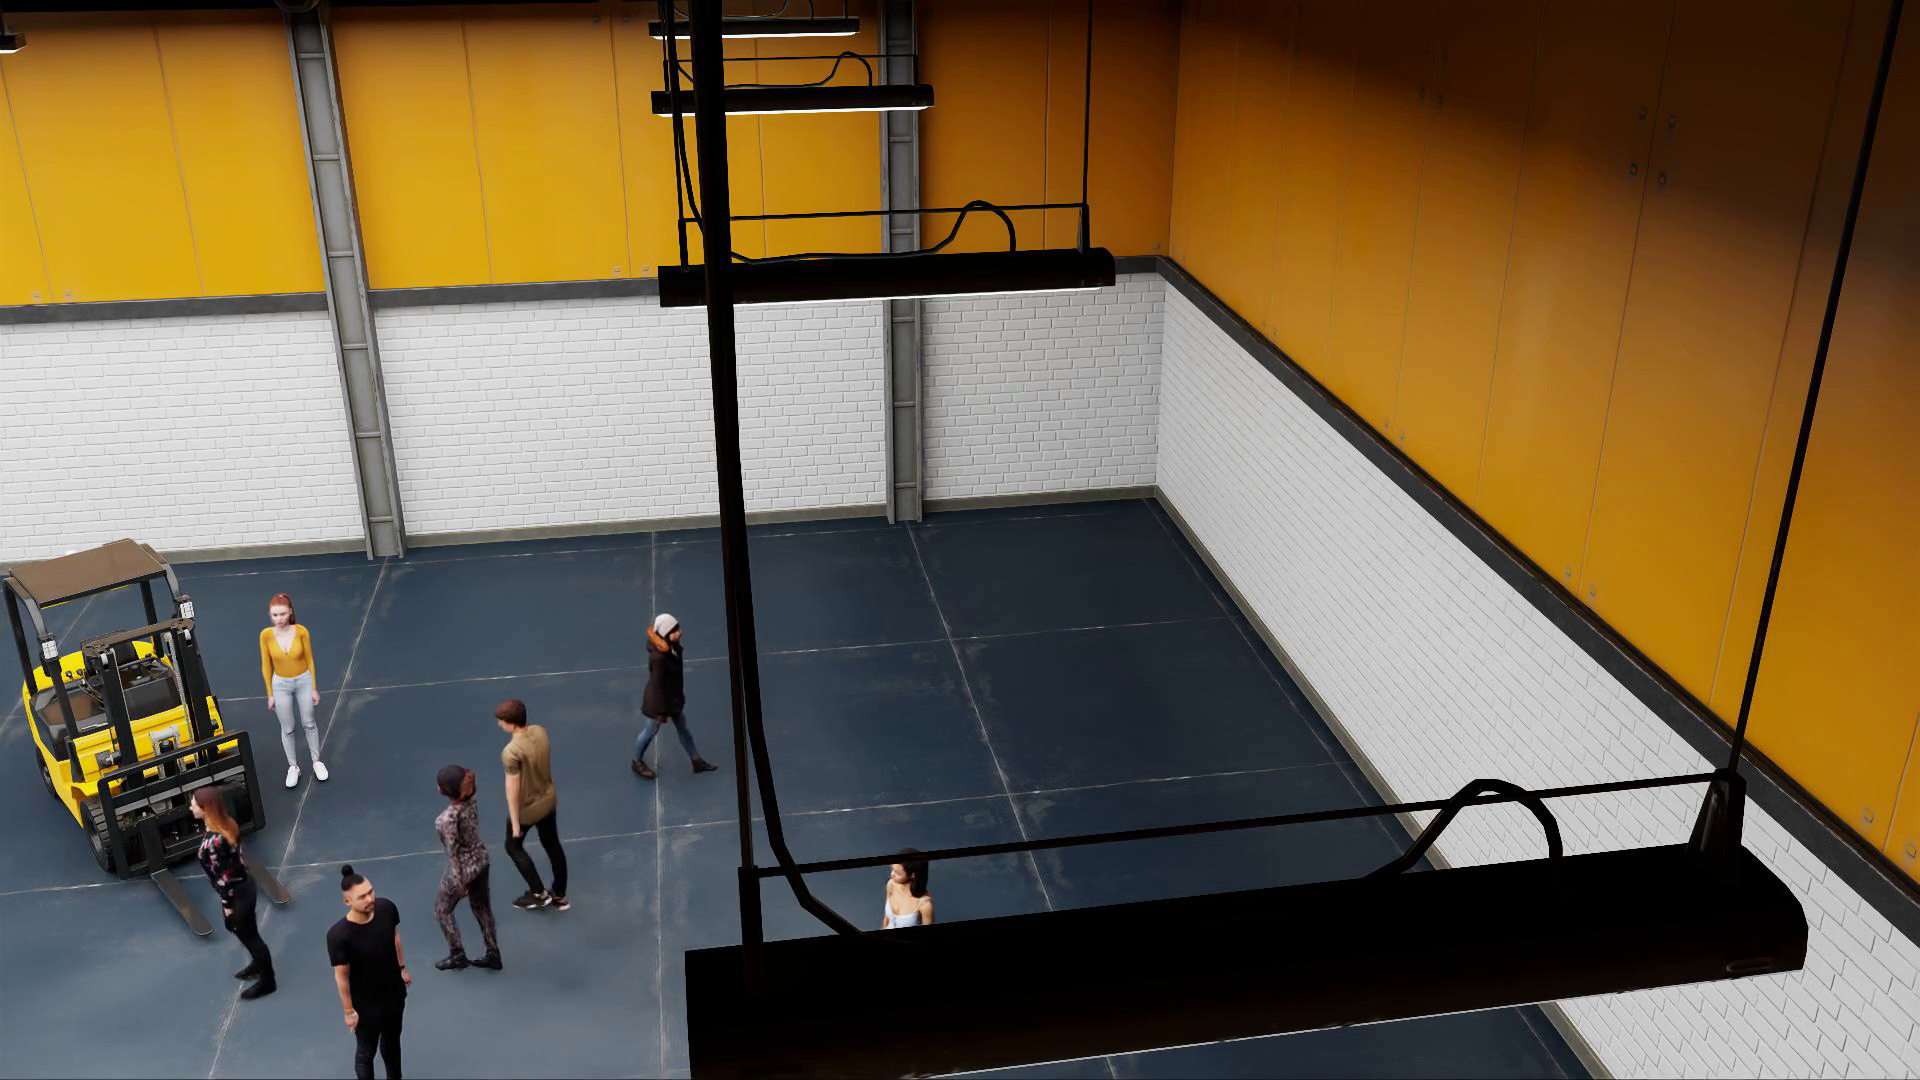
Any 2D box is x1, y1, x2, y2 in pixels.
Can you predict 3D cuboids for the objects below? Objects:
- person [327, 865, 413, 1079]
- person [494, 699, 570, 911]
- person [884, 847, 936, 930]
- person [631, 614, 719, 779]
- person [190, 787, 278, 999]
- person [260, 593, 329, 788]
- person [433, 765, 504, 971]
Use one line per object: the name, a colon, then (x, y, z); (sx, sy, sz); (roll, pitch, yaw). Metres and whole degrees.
person: (-3.743, 2.858, 10.602); (0.805, 1.862, 0.768); (13, 27, 27)
person: (-3.155, 2.032, 12.525); (0.857, 1.837, 0.829); (13, 27, 27)
person: (-0.326, 2.755, 11.003); (0.673, 1.730, 0.706); (21, 31, 39)
person: (-2.624, 1.359, 14.381); (1.107, 1.582, 0.900); (7, 24, 15)
person: (-5.081, 2.466, 11.735); (0.594, 1.674, 0.609); (-9, 25, -20)
person: (-5.756, 1.280, 14.352); (0.570, 1.751, 0.687); (-9, 25, -21)
person: (-3.451, 2.371, 11.917); (0.806, 1.703, 0.728); (6, 24, 14)
